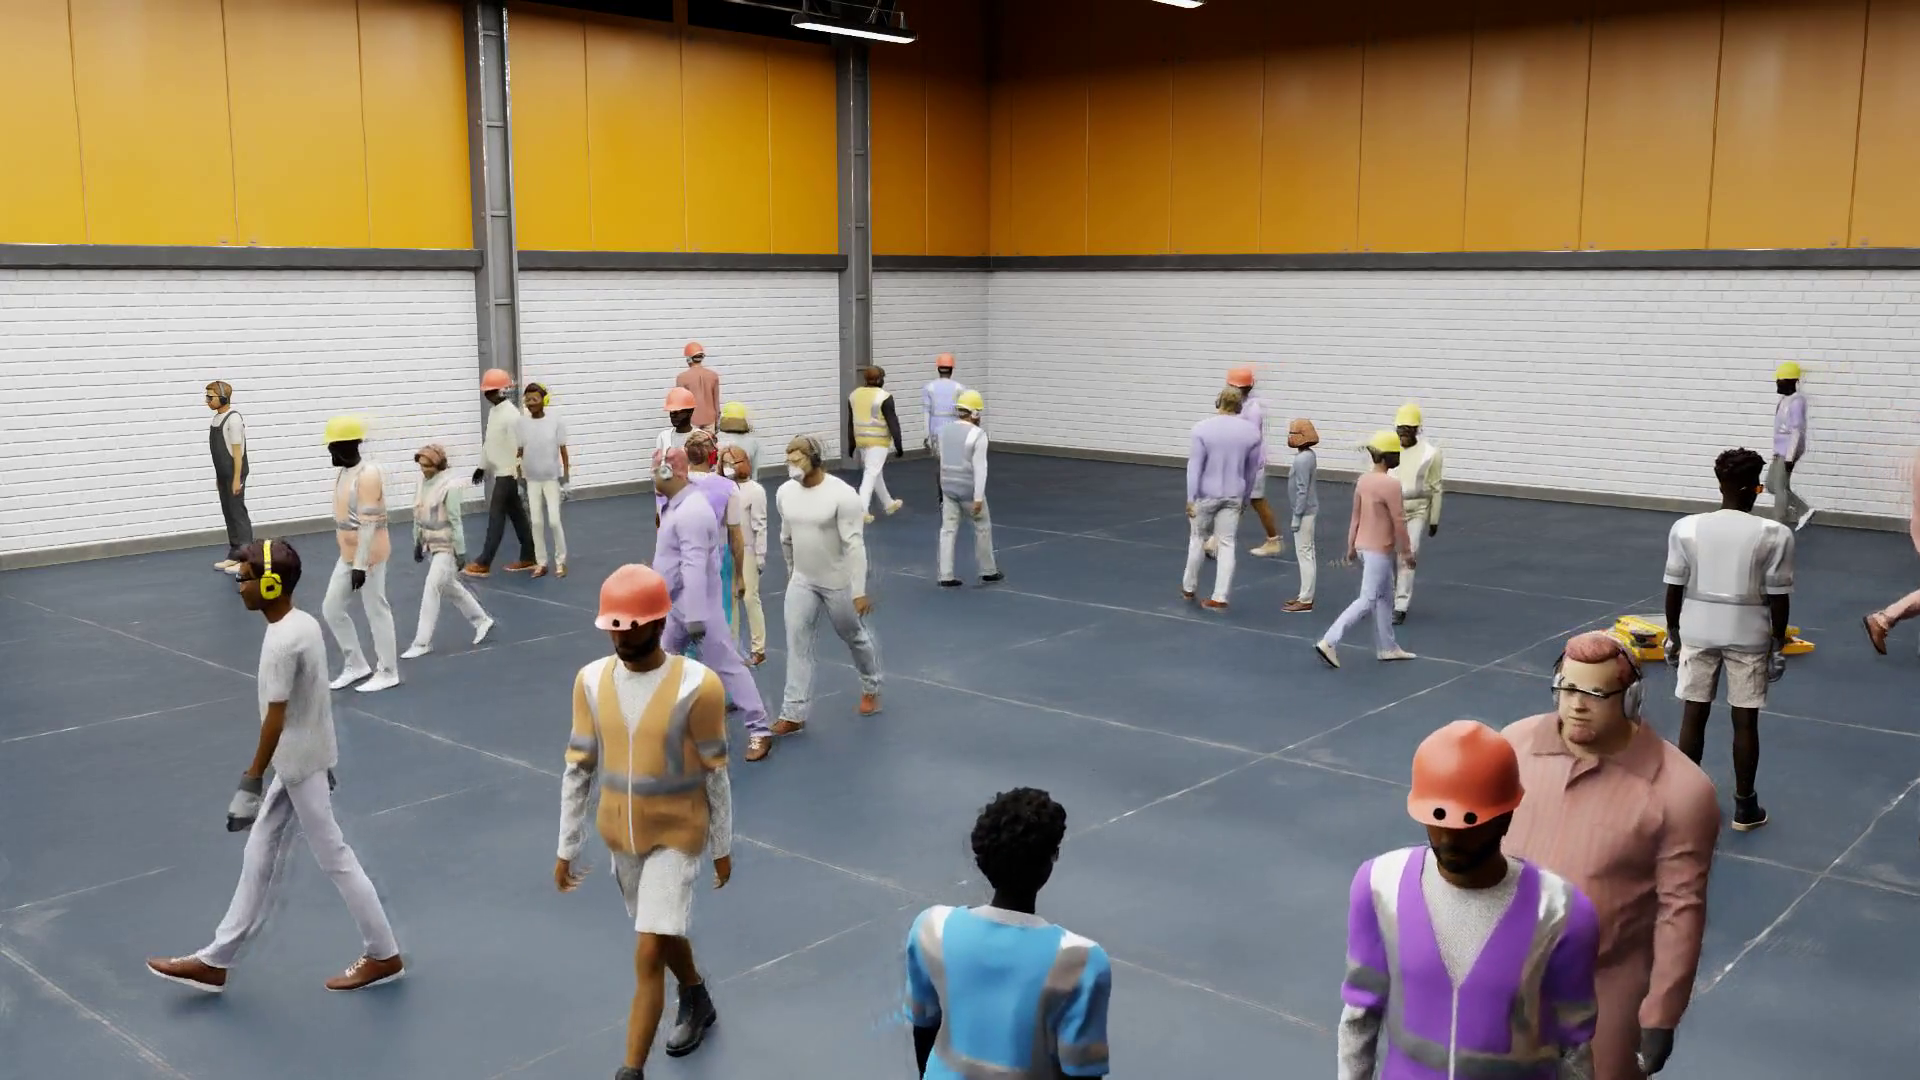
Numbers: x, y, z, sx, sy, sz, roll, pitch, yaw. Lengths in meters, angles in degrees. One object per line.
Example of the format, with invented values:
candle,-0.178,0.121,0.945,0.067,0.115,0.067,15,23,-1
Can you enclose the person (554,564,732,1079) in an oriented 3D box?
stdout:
person,-1.073,0.998,5.717,0.562,1.884,1.033,3,10,18

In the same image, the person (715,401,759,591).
person,-1.977,-0.368,14.739,0.407,1.728,0.497,8,12,43

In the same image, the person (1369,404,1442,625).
person,3.671,-0.244,13.783,0.602,1.797,0.917,5,10,30

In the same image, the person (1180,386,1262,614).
person,2.191,-0.359,14.189,0.668,1.893,0.885,-1,9,-8

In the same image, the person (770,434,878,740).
person,-0.826,0.257,10.411,0.680,1.881,1.063,5,10,29

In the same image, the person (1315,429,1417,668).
person,2.955,0.064,12.020,0.820,1.734,0.521,-2,9,-11

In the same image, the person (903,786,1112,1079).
person,0.094,1.398,3.920,0.538,1.654,0.866,3,10,20

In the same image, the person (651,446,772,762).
person,-1.560,0.372,9.783,0.942,1.843,0.703,-3,9,-18

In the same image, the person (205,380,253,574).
person,-6.980,-0.602,15.883,0.334,1.841,0.507,-9,13,-44

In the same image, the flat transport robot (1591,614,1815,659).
flat transport robot,5.594,0.710,12.540,1.431,0.197,0.652,-1,9,-9

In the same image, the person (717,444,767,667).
person,-1.613,0.112,12.070,0.506,1.627,0.284,6,11,32

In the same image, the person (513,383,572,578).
person,-3.887,-0.545,15.534,0.527,1.845,0.419,0,9,0

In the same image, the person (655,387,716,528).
person,-2.235,-0.267,13.457,0.543,1.938,0.356,3,10,20

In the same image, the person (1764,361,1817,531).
person,8.946,-0.967,17.925,0.528,1.912,0.614,2,9,15

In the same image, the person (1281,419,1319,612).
person,2.880,-0.206,14.025,0.284,1.633,0.501,3,10,20

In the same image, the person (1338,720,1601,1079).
person,1.183,1.292,3.853,0.557,1.899,0.911,6,11,32

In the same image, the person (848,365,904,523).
person,-0.923,-1.110,19.191,0.657,1.792,0.940,8,12,40

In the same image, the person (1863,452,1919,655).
person,7.066,-0.030,12.132,0.645,1.884,0.656,4,10,25

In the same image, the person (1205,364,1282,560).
person,2.787,-0.768,16.518,1.033,1.960,0.682,-3,10,-20

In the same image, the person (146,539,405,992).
person,-2.669,0.905,6.440,0.971,1.819,0.536,-3,10,-19

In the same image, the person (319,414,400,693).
person,-4.087,0.104,11.210,0.583,1.907,0.588,-8,12,-43

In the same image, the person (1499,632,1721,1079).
person,1.619,1.184,4.473,0.659,1.882,0.785,8,12,42

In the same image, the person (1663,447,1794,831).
person,3.926,0.503,8.539,0.608,1.963,0.370,6,11,35

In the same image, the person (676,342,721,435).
person,-3.342,-1.514,21.142,0.637,1.987,0.402,-6,11,-34

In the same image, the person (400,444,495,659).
person,-3.854,0.057,12.502,0.538,1.598,0.810,8,12,42

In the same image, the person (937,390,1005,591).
person,0.100,-0.455,15.082,0.598,1.796,0.820,7,12,38

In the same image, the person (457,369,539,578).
person,-4.404,-0.635,15.712,0.848,1.956,0.673,-5,10,-29

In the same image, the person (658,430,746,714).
person,-1.661,0.214,10.721,0.565,1.846,0.390,2,9,12

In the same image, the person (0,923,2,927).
person,-4.471,0.939,6.982,0.550,1.600,0.500,5,10,26

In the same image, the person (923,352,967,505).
person,-0.182,-1.327,20.220,0.553,1.914,0.829,1,9,5
